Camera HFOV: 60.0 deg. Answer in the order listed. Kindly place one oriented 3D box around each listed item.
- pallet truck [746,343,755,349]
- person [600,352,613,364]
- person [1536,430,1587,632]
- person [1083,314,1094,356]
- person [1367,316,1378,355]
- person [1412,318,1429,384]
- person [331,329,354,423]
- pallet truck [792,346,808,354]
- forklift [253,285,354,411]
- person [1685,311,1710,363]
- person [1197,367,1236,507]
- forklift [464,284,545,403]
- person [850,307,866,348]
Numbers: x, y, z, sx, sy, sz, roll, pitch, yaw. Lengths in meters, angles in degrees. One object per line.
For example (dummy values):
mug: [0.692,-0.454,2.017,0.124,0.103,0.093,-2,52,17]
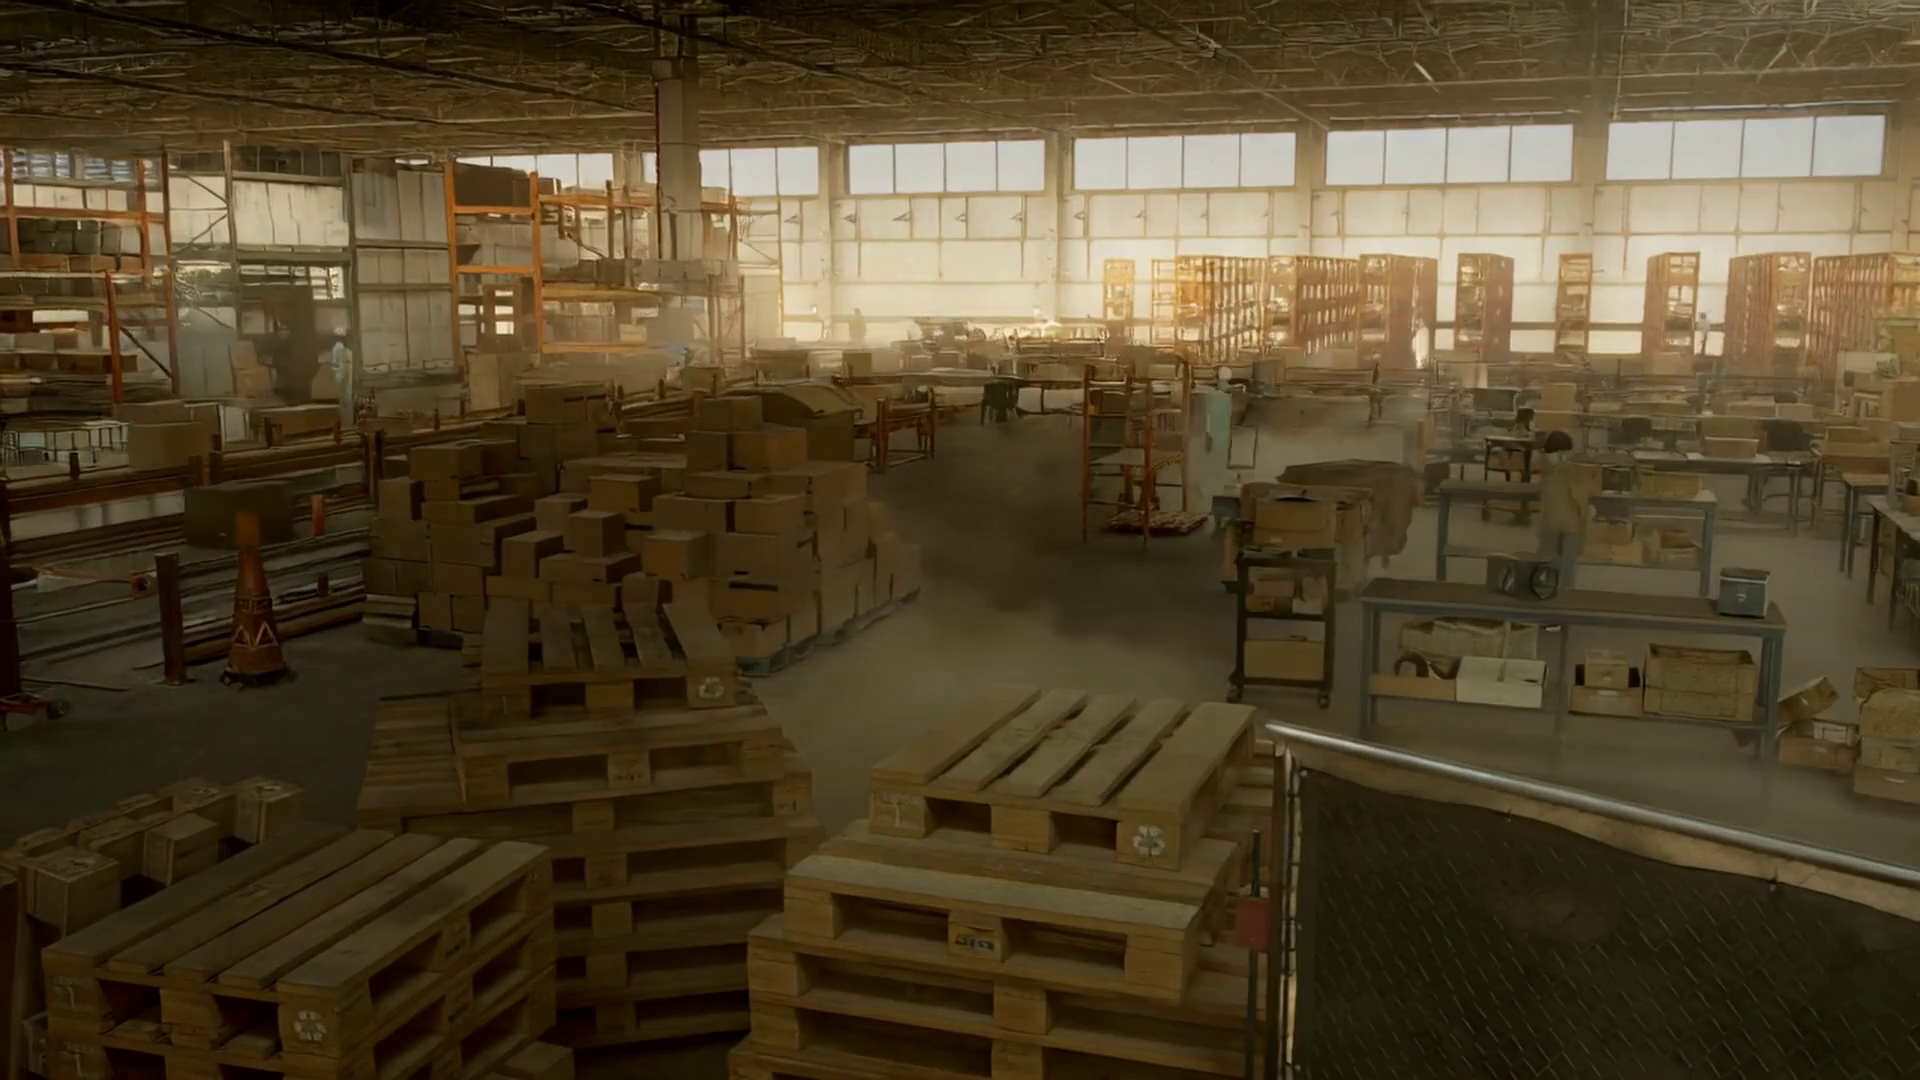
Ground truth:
pallet truck: [-6.183,-4.618,44.264,1.601,1.201,0.680,-9,12,-43]
person: [-10.920,-6.018,51.321,0.716,1.782,0.450,0,9,2]
person: [5.091,-0.074,14.095,0.484,1.740,0.535,-5,10,-27]
person: [4.371,-6.716,55.841,0.741,1.730,0.565,-2,9,-14]
person: [12.958,-6.082,51.705,0.776,1.802,0.587,0,9,3]
person: [12.045,-4.843,43.547,0.406,1.906,0.654,3,10,20]
person: [-12.700,-3.380,34.254,0.439,1.936,0.640,-7,11,-37]
pallet truck: [-3.705,-4.298,42.022,0.653,1.274,1.630,3,10,20]
forklift: [-14.461,-4.216,36.559,1.129,2.768,1.873,8,12,42]
person: [25.633,-7.031,57.650,0.911,1.786,0.618,1,9,6]
person: [3.395,-1.319,21.593,0.402,1.858,0.517,7,11,36]
forklift: [-10.832,-4.702,39.610,1.129,2.768,1.873,3,10,20]
person: [-3.739,-7.552,60.647,0.667,1.878,0.435,-6,11,-32]
